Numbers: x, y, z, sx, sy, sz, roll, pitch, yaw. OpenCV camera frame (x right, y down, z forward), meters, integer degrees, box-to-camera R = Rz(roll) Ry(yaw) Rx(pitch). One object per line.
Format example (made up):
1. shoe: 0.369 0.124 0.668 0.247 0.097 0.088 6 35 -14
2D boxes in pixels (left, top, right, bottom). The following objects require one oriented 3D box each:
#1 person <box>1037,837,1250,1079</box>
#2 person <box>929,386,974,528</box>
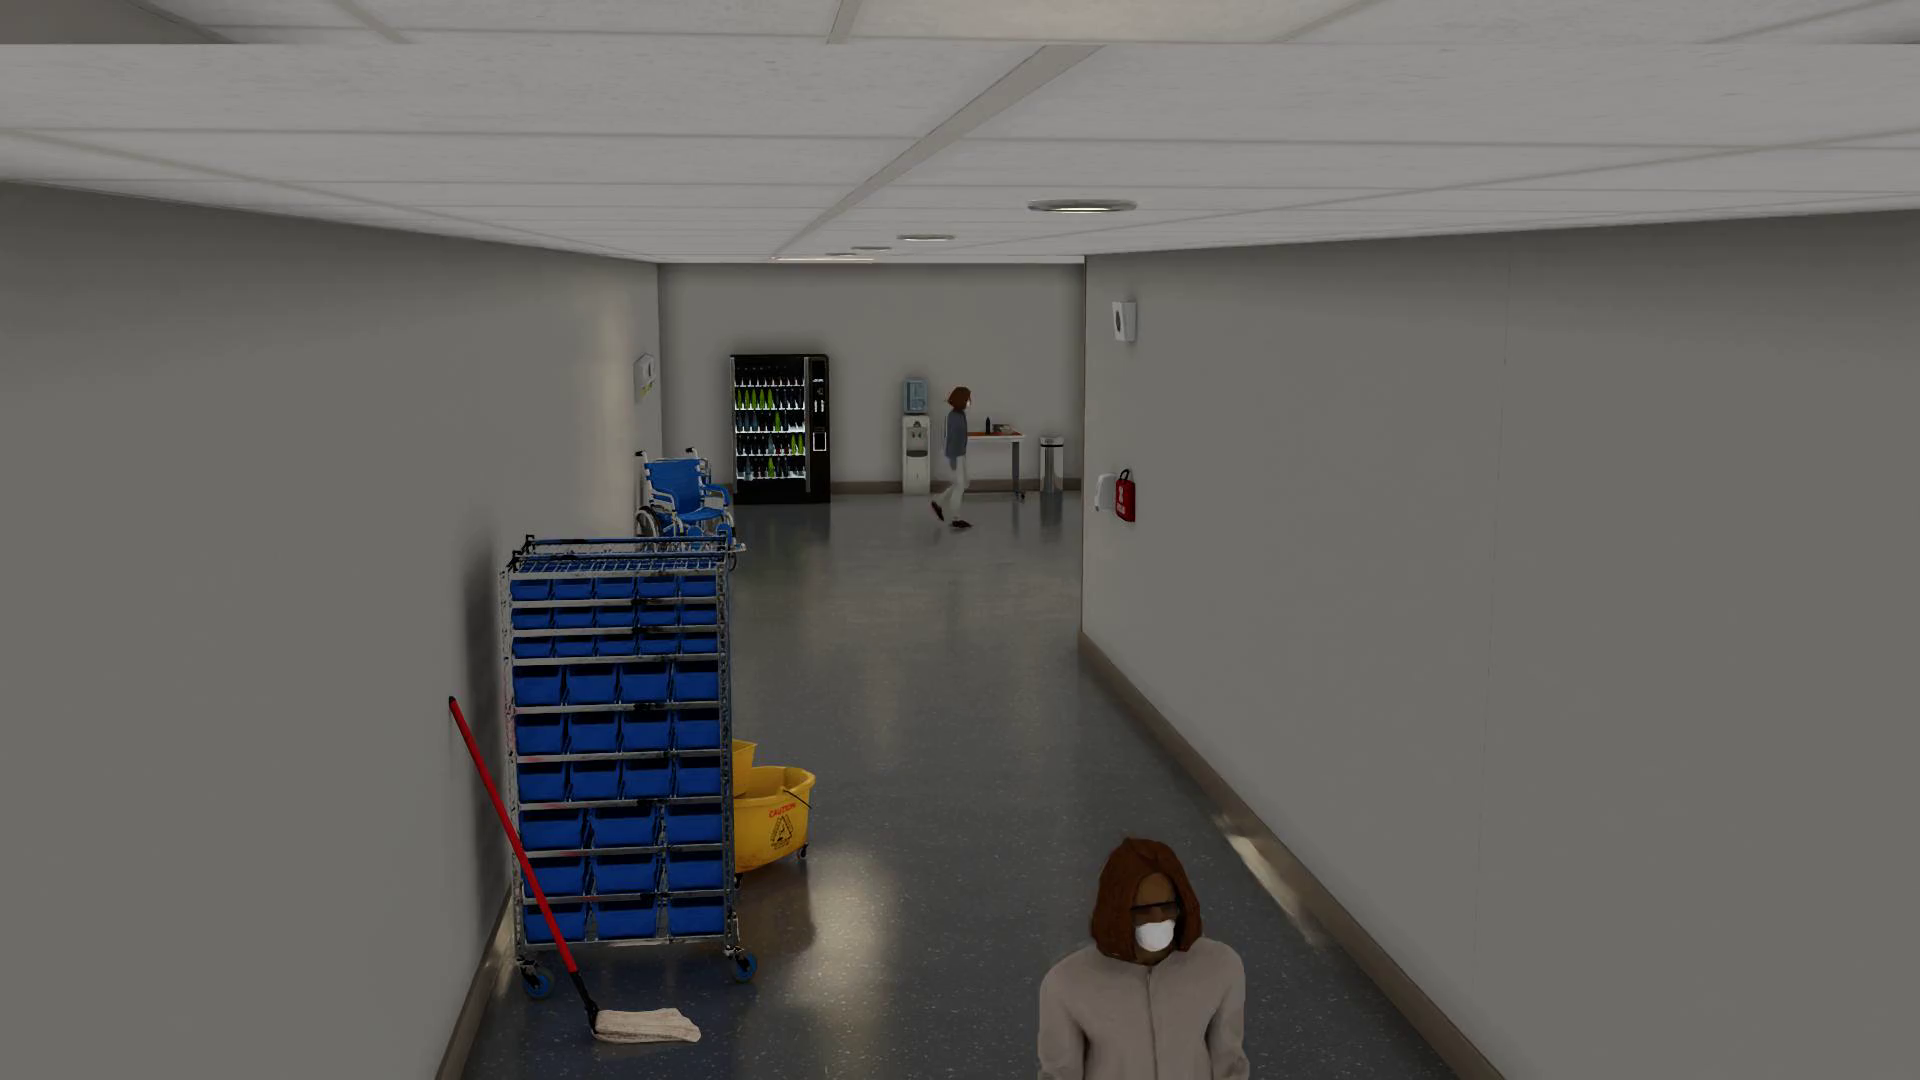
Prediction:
1. person: 0.417 1.455 3.937 0.513 1.616 0.586 -2 9 -13
2. person: -0.088 -0.940 18.896 0.454 1.617 0.503 2 9 11
